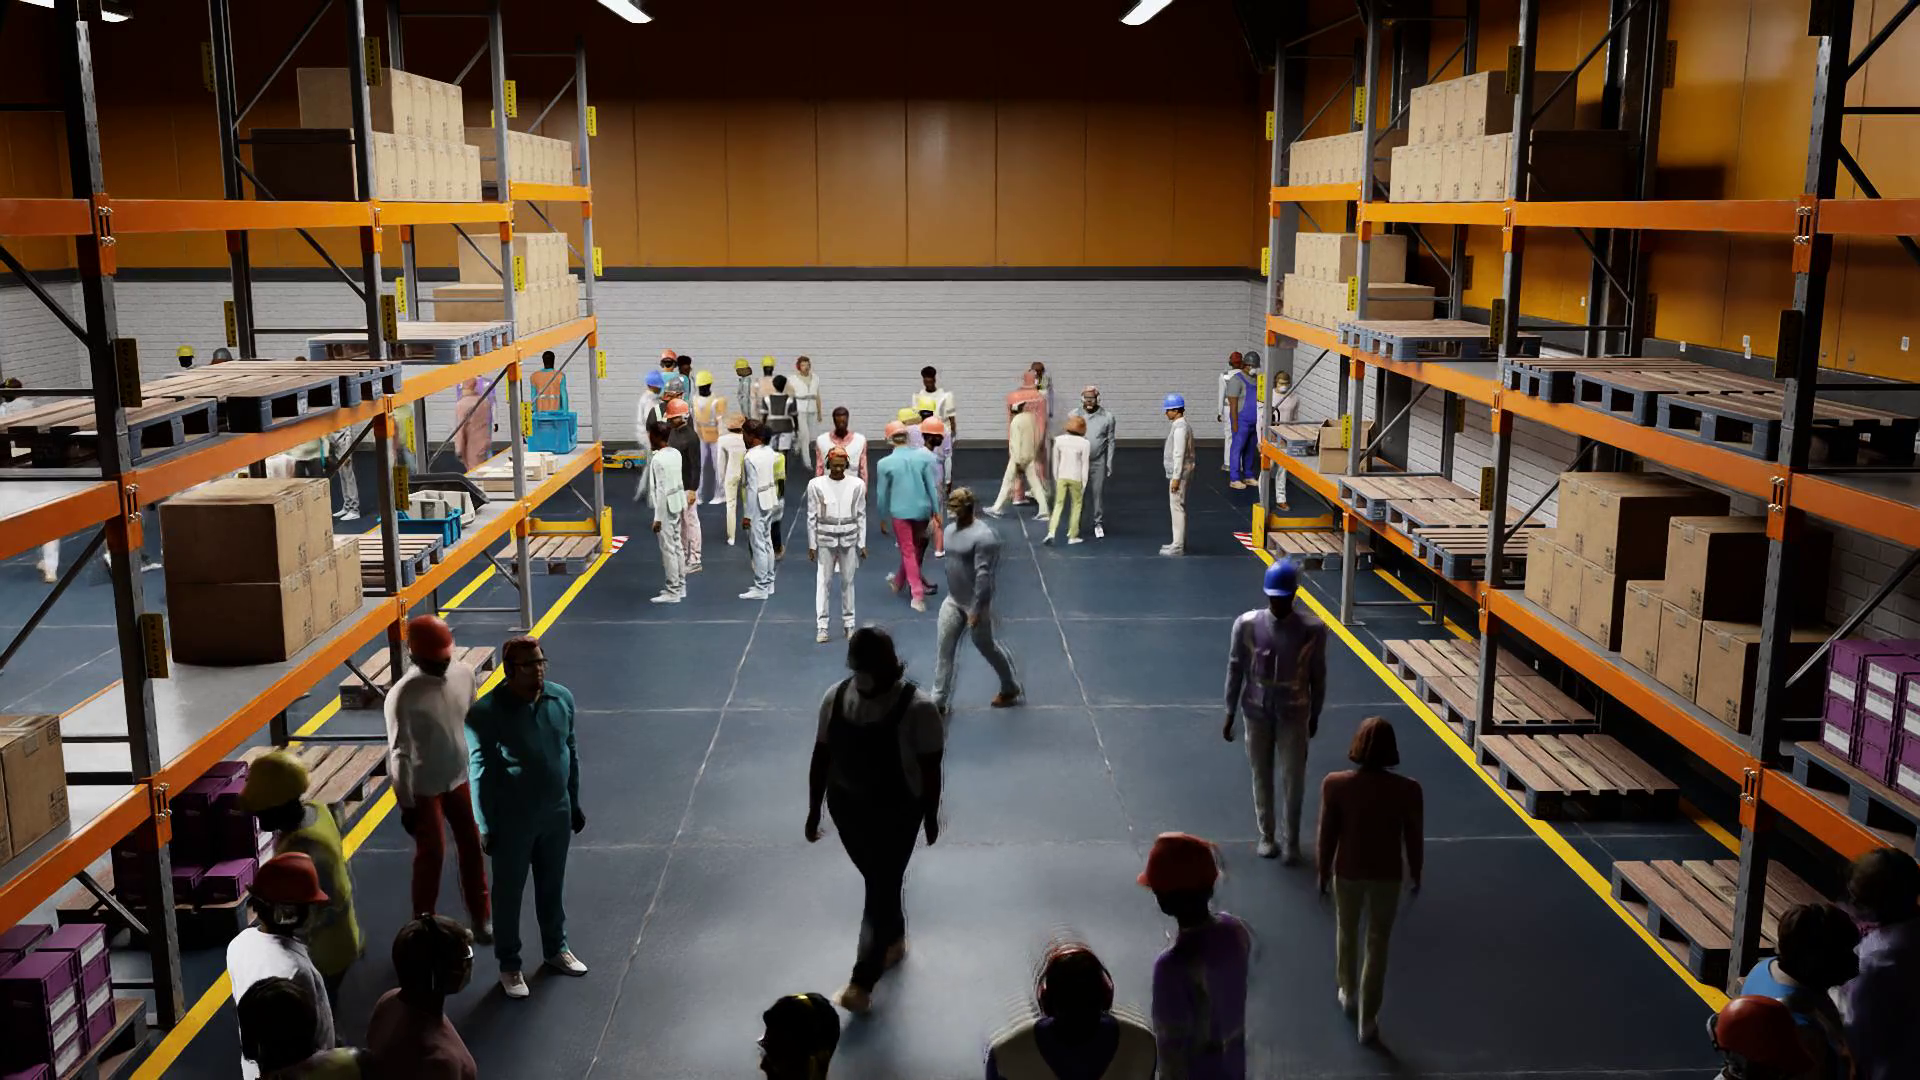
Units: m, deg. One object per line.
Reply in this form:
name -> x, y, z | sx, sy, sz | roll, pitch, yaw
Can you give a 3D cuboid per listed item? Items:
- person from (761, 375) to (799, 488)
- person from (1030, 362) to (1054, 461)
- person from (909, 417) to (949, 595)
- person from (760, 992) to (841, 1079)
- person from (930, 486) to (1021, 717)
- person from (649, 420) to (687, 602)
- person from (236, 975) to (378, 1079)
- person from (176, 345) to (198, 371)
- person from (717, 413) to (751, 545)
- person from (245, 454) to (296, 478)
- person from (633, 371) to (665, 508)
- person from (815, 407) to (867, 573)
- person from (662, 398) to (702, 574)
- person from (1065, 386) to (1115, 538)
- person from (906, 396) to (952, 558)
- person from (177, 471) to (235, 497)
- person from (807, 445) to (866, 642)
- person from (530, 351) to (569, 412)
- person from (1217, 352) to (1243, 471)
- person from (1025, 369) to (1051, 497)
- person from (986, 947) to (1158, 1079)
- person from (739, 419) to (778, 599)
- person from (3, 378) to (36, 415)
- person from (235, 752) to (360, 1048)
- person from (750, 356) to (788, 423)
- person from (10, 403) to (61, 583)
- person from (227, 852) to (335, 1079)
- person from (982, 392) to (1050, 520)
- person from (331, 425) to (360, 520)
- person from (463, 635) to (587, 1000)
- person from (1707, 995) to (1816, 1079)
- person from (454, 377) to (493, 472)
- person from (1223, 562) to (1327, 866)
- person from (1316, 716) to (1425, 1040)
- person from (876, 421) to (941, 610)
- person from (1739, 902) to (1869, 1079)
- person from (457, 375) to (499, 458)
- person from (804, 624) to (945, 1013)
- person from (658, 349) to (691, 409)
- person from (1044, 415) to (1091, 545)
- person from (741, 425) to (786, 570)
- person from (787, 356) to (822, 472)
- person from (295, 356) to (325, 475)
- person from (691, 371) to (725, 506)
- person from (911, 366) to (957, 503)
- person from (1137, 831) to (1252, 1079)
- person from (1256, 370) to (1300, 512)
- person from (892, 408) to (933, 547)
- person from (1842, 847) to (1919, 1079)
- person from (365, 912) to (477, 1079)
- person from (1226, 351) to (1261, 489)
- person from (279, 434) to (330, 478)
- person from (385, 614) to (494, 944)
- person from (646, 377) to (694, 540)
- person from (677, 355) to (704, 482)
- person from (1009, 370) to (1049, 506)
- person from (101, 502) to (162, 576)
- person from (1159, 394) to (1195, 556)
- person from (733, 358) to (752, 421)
person -> -2.657, -1.623, 24.723 | 0.553, 1.646, 0.870 | 1, 11, 3
person -> 1.284, -2.085, 27.130 | 0.539, 1.634, 0.315 | -5, 12, -22
person -> -0.337, -0.365, 17.791 | 0.443, 1.922, 0.549 | 0, 11, 0
person -> -0.442, 2.217, 4.943 | 0.336, 1.873, 0.521 | -8, 14, -35
person -> 0.098, 0.494, 13.531 | 0.992, 1.903, 0.641 | -9, 15, -39
person -> -3.060, -0.299, 17.442 | 0.370, 1.916, 0.597 | 2, 11, 8
person -> -2.016, 2.207, 5.096 | 0.458, 1.827, 0.639 | 9, 15, 39
person -> -12.403, -2.180, 26.848 | 0.362, 1.928, 0.587 | -4, 12, -21
person -> -2.718, -0.749, 20.413 | 0.503, 1.631, 0.282 | 0, 11, -1
person -> -7.152, -0.244, 17.383 | 0.386, 1.835, 0.563 | 7, 13, 32
person -> -4.288, -1.382, 22.925 | 0.517, 1.907, 0.737 | -2, 11, -11
person -> -1.348, -0.567, 18.840 | 0.596, 1.901, 0.452 | -1, 11, -4
person -> -3.154, -0.620, 18.869 | 0.385, 1.990, 0.608 | -9, 15, -39
person -> 1.617, -0.973, 20.847 | 0.636, 1.911, 0.406 | 2, 11, 8
person -> -0.389, -0.739, 19.622 | 0.588, 1.927, 0.370 | 0, 11, -2
person -> -7.949, -0.318, 17.604 | 0.584, 1.887, 0.559 | 0, 11, 1
person -> -1.172, 0.031, 15.865 | 0.573, 1.887, 0.356 | -3, 12, -13
person -> -6.380, -1.985, 25.911 | 0.587, 1.914, 0.390 | 1, 11, 7
person -> 4.336, -2.020, 26.156 | 0.573, 1.885, 0.354 | 0, 11, -1
person -> 1.086, -1.512, 23.702 | 0.516, 1.843, 0.562 | -2, 11, -8
person -> 0.367, 2.169, 5.308 | 0.565, 1.819, 0.713 | -1, 11, -4
person -> -2.136, -0.332, 17.608 | 0.391, 1.918, 0.593 | 2, 12, 12
person -> -12.651, -1.261, 22.465 | 0.429, 1.846, 0.560 | 2, 12, 12
person -> -2.796, 1.780, 7.126 | 0.480, 1.872, 0.677 | -3, 12, -15
person -> -2.908, -1.865, 25.421 | 0.611, 1.864, 0.988 | -2, 12, -12
person -> -10.253, -0.593, 18.607 | 0.733, 2.000, 0.947 | -4, 12, -20
person -> -2.499, 2.017, 6.264 | 0.562, 1.742, 0.337 | 10, 15, 42
person -> 0.792, -1.103, 22.035 | 0.946, 1.693, 0.548 | 7, 13, 32
person -> -8.207, -1.141, 22.103 | 0.296, 1.745, 0.485 | -8, 14, -35
person -> -2.257, 1.433, 8.775 | 0.408, 1.913, 0.641 | 10, 15, 42
person -> 2.411, 2.230, 5.173 | 0.331, 1.750, 0.573 | 9, 15, 39
person -> -6.550, -1.277, 22.442 | 0.427, 1.885, 0.697 | 5, 12, 24
person -> 1.959, 1.091, 10.433 | 0.624, 1.925, 0.574 | 3, 12, 16
person -> 2.069, 1.661, 8.381 | 0.519, 1.613, 0.612 | 4, 12, 18
person -> -0.572, -0.282, 17.356 | 0.651, 1.915, 1.034 | -6, 13, -28
person -> 2.813, 2.098, 5.613 | 0.430, 1.845, 0.620 | 3, 12, 17
person -> -7.232, -1.810, 24.998 | 0.585, 1.925, 0.377 | 0, 11, -1
person -> -0.488, 1.388, 8.674 | 0.694, 2.000, 1.047 | 6, 13, 26
person -> -4.287, -1.810, 24.707 | 0.605, 2.042, 0.385 | 0, 11, -1
person -> 1.318, -0.720, 20.340 | 0.520, 1.603, 0.563 | 7, 13, 30
person -> -2.249, -0.499, 19.118 | 0.538, 1.652, 0.873 | 1, 11, 5
person -> -2.480, -2.011, 26.271 | 0.579, 1.819, 0.671 | -9, 14, -38
person -> -10.134, -1.932, 25.829 | 0.343, 1.840, 0.507 | 8, 14, 36
person -> -3.516, -1.384, 22.945 | 0.603, 1.885, 0.836 | 6, 13, 27
person -> -0.371, -1.467, 23.247 | 0.624, 1.934, 0.520 | 4, 12, 17
person -> 0.888, 1.981, 6.099 | 0.949, 1.895, 0.571 | 10, 15, 40
person -> 4.333, -1.348, 22.665 | 0.627, 1.935, 0.371 | -3, 12, -15
person -> -0.565, -0.811, 20.575 | 0.476, 1.694, 0.904 | 7, 13, 33
person -> 3.365, 2.000, 5.985 | 0.670, 1.902, 0.364 | -7, 13, -31
person -> -1.694, 2.116, 5.319 | 0.380, 1.931, 0.628 | -6, 13, -29
person -> 4.279, -1.784, 24.576 | 0.674, 2.000, 0.535 | -10, 15, -42
person -> -8.323, -1.058, 21.125 | 0.675, 1.969, 0.435 | -9, 14, -38
person -> -2.844, 1.341, 9.138 | 0.451, 1.972, 0.670 | 6, 13, 29
person -> -3.538, -1.029, 20.792 | 0.688, 2.000, 0.535 | 7, 13, 31
person -> -4.107, -1.788, 24.838 | 0.392, 1.959, 0.633 | 7, 13, 32
person -> 0.955, -1.412, 23.156 | 0.639, 1.875, 0.595 | 7, 13, 32
person -> -9.343, -0.517, 18.602 | 0.590, 1.902, 0.774 | 6, 13, 28
person -> 2.581, -0.777, 19.816 | 0.420, 1.932, 0.621 | 1, 11, 7
person -> -3.455, -2.041, 26.643 | 0.324, 1.737, 0.484 | -1, 11, -6
